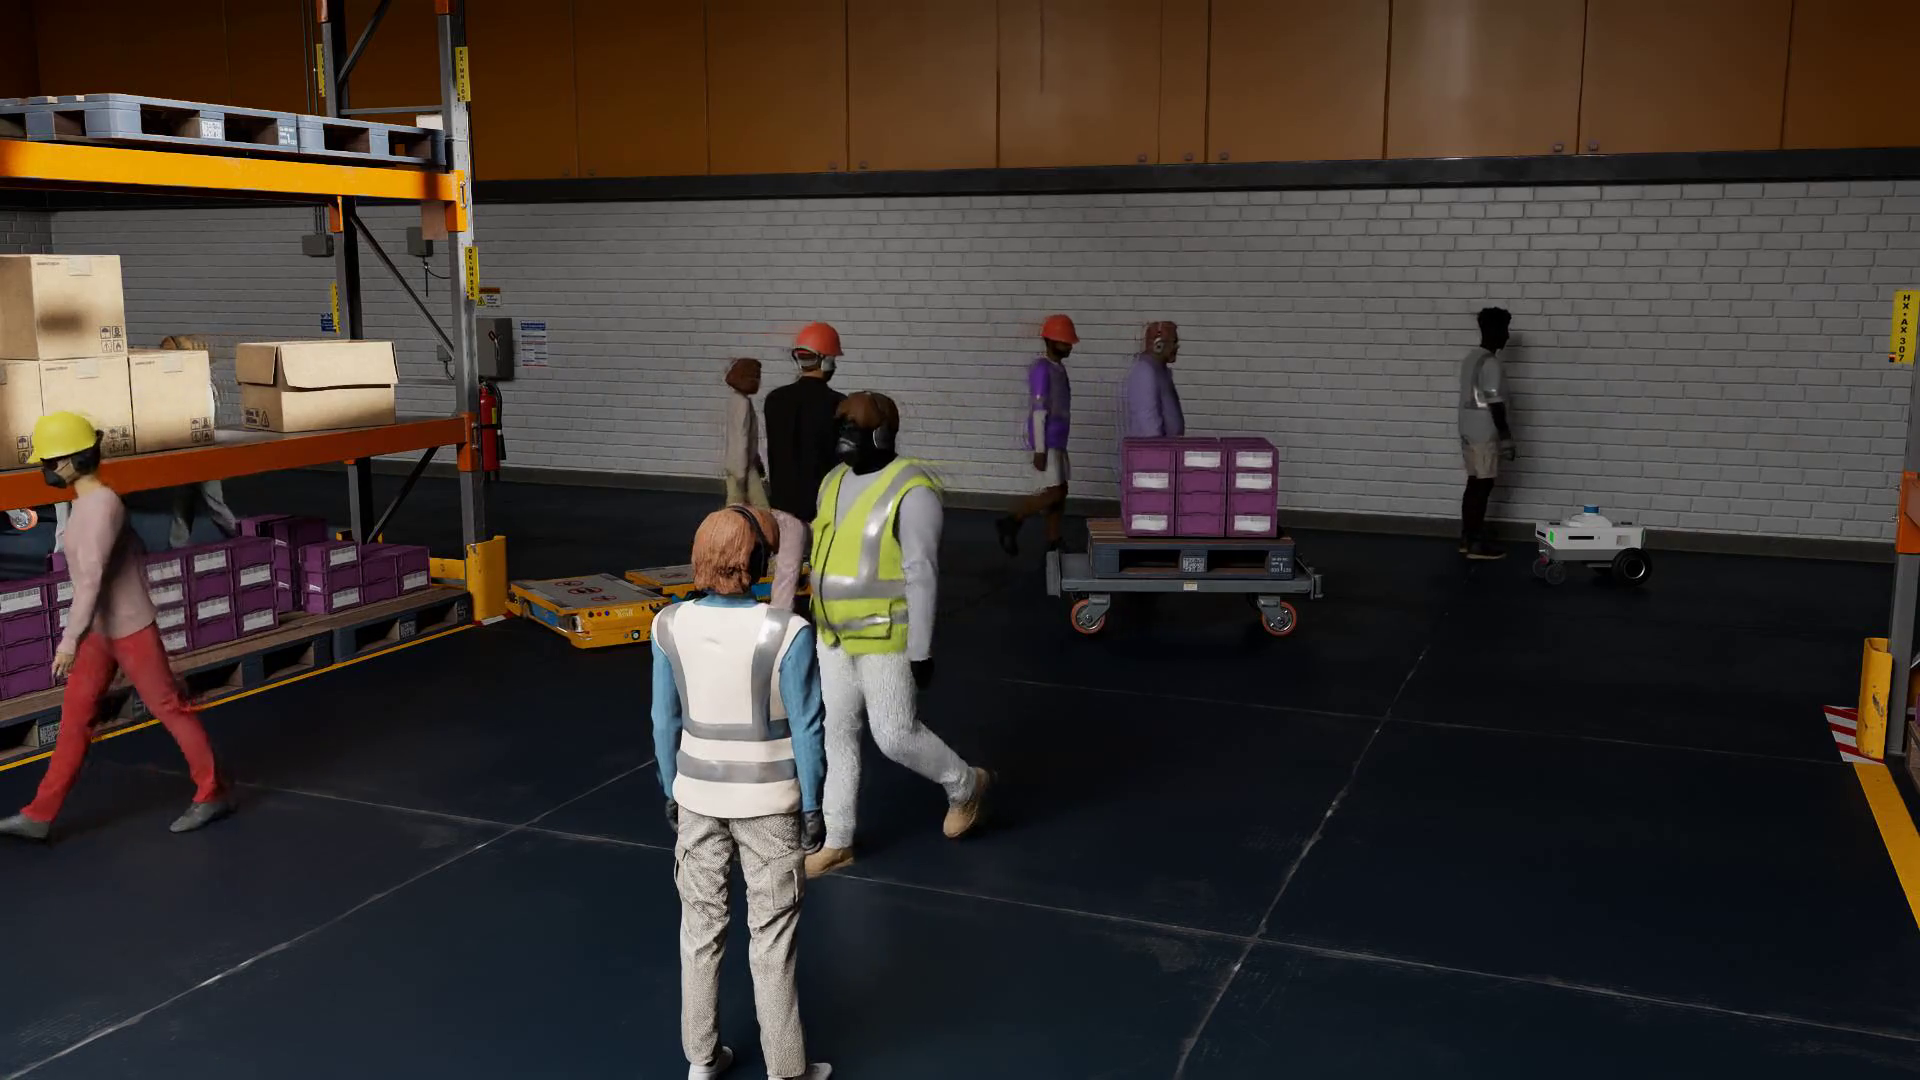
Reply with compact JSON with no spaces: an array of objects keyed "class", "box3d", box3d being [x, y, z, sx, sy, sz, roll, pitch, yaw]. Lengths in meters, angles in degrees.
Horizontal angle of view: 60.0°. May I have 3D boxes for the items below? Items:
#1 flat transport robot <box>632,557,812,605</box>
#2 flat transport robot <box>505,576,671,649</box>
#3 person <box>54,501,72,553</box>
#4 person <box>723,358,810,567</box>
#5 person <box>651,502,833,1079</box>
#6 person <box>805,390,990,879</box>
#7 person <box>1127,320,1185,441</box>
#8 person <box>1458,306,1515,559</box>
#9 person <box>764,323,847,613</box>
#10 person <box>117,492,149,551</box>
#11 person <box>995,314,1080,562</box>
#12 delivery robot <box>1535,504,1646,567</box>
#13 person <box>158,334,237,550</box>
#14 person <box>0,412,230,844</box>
[{"class":"flat transport robot","box3d":[-1.591,0.294,11.209,1.431,0.197,0.652,-6,11,-33]},{"class":"flat transport robot","box3d":[-2.310,0.423,10.431,0.652,0.197,1.431,-6,11,-33]},{"class":"person","box3d":[-5.421,-0.373,10.250,0.587,1.926,0.368,5,10,26]},{"class":"person","box3d":[-1.459,-0.515,12.086,0.763,1.602,0.515,-3,10,-17]},{"class":"person","box3d":[-0.593,0.718,4.500,0.513,1.641,0.309,4,10,21]},{"class":"person","box3d":[-0.273,0.340,6.261,0.770,1.821,0.631,-8,12,-39]},{"class":"person","box3d":[1.379,-0.573,11.555,0.424,1.891,0.660,2,10,13]},{"class":"person","box3d":[4.065,-0.824,12.895,0.386,1.957,0.615,0,9,0]},{"class":"person","box3d":[-0.770,-0.217,9.210,0.630,1.946,0.973,5,10,26]},{"class":"person","box3d":[-5.808,-0.445,11.037,0.993,1.815,0.537,-8,12,-40]},{"class":"person","box3d":[0.625,-0.746,12.548,0.607,1.916,0.595,4,10,21]},{"class":"delivery robot","box3d":[4.516,-0.014,11.934,0.707,0.478,0.477,0,9,0]},{"class":"person","box3d":[-5.445,-0.575,11.914,0.851,1.800,0.552,-4,10,-25]},{"class":"person","box3d":[-3.355,0.354,6.481,0.923,1.698,0.544,-7,12,-37]}]
